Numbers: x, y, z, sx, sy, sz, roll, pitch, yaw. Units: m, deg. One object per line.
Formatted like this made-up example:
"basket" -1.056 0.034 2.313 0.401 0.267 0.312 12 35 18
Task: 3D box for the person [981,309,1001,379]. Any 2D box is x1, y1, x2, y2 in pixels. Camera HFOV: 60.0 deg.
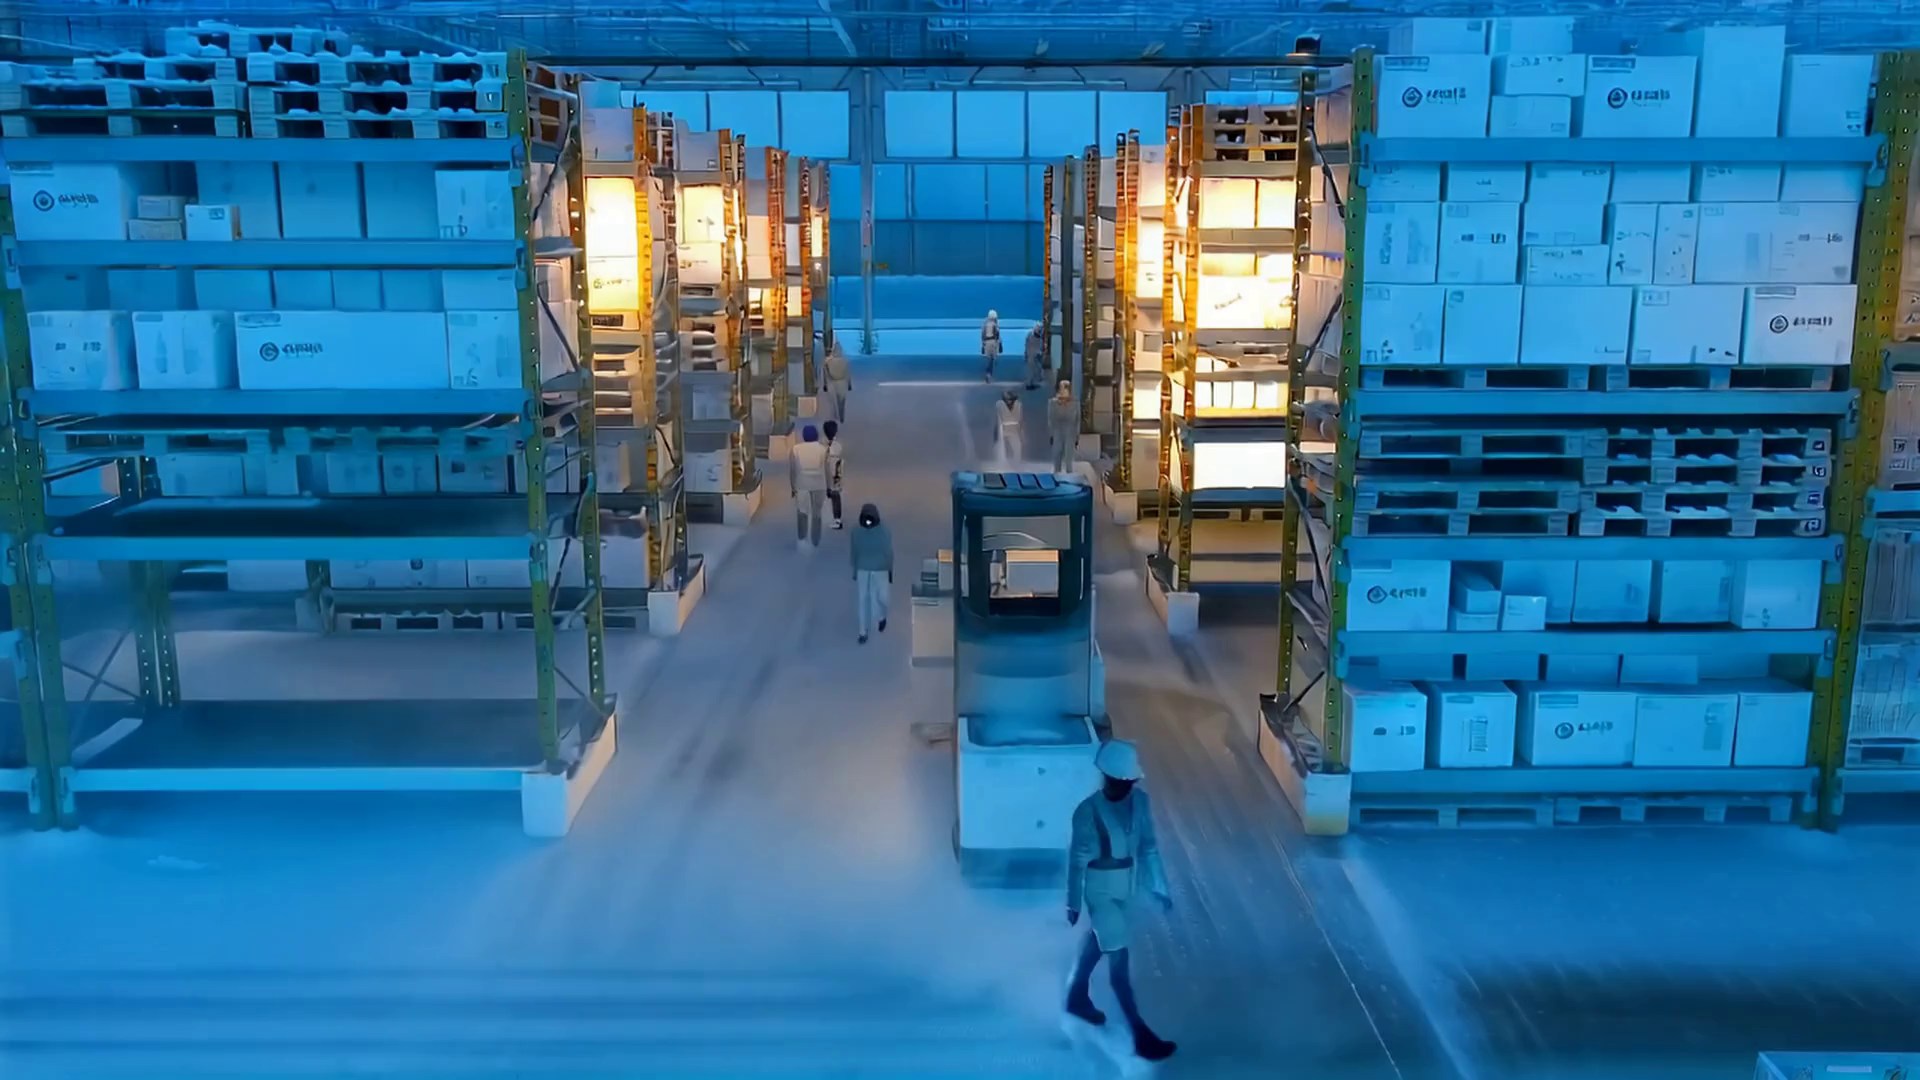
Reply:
"person" 0.858 -5.560 47.405 0.608 2.026 0.661 6 13 26

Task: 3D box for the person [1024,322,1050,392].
"person" 2.058 -4.910 44.603 0.970 1.852 0.649 10 15 41

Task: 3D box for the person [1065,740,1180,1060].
"person" 0.951 2.085 9.843 0.557 1.877 1.009 -11 16 -44

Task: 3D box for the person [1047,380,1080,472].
"person" 1.856 -1.891 29.496 0.648 1.907 0.409 -7 13 -31

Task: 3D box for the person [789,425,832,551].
"person" -2.183 -0.787 24.275 0.622 1.800 0.916 -1 11 -7

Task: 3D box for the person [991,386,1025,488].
"person" 0.824 -1.829 29.439 0.643 1.818 0.507 -5 12 -22

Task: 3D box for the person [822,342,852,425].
"person" -2.791 -3.546 37.720 0.676 1.892 0.429 -1 11 -5

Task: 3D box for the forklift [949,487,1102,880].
"forklift" 0.495 0.986 12.813 1.129 2.768 1.873 0 11 -2

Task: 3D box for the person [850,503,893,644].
"person" -1.006 0.346 19.183 0.505 1.617 0.726 1 12 7

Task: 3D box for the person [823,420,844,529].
"person" -1.974 -1.021 25.728 0.317 1.691 0.535 -4 12 -20
